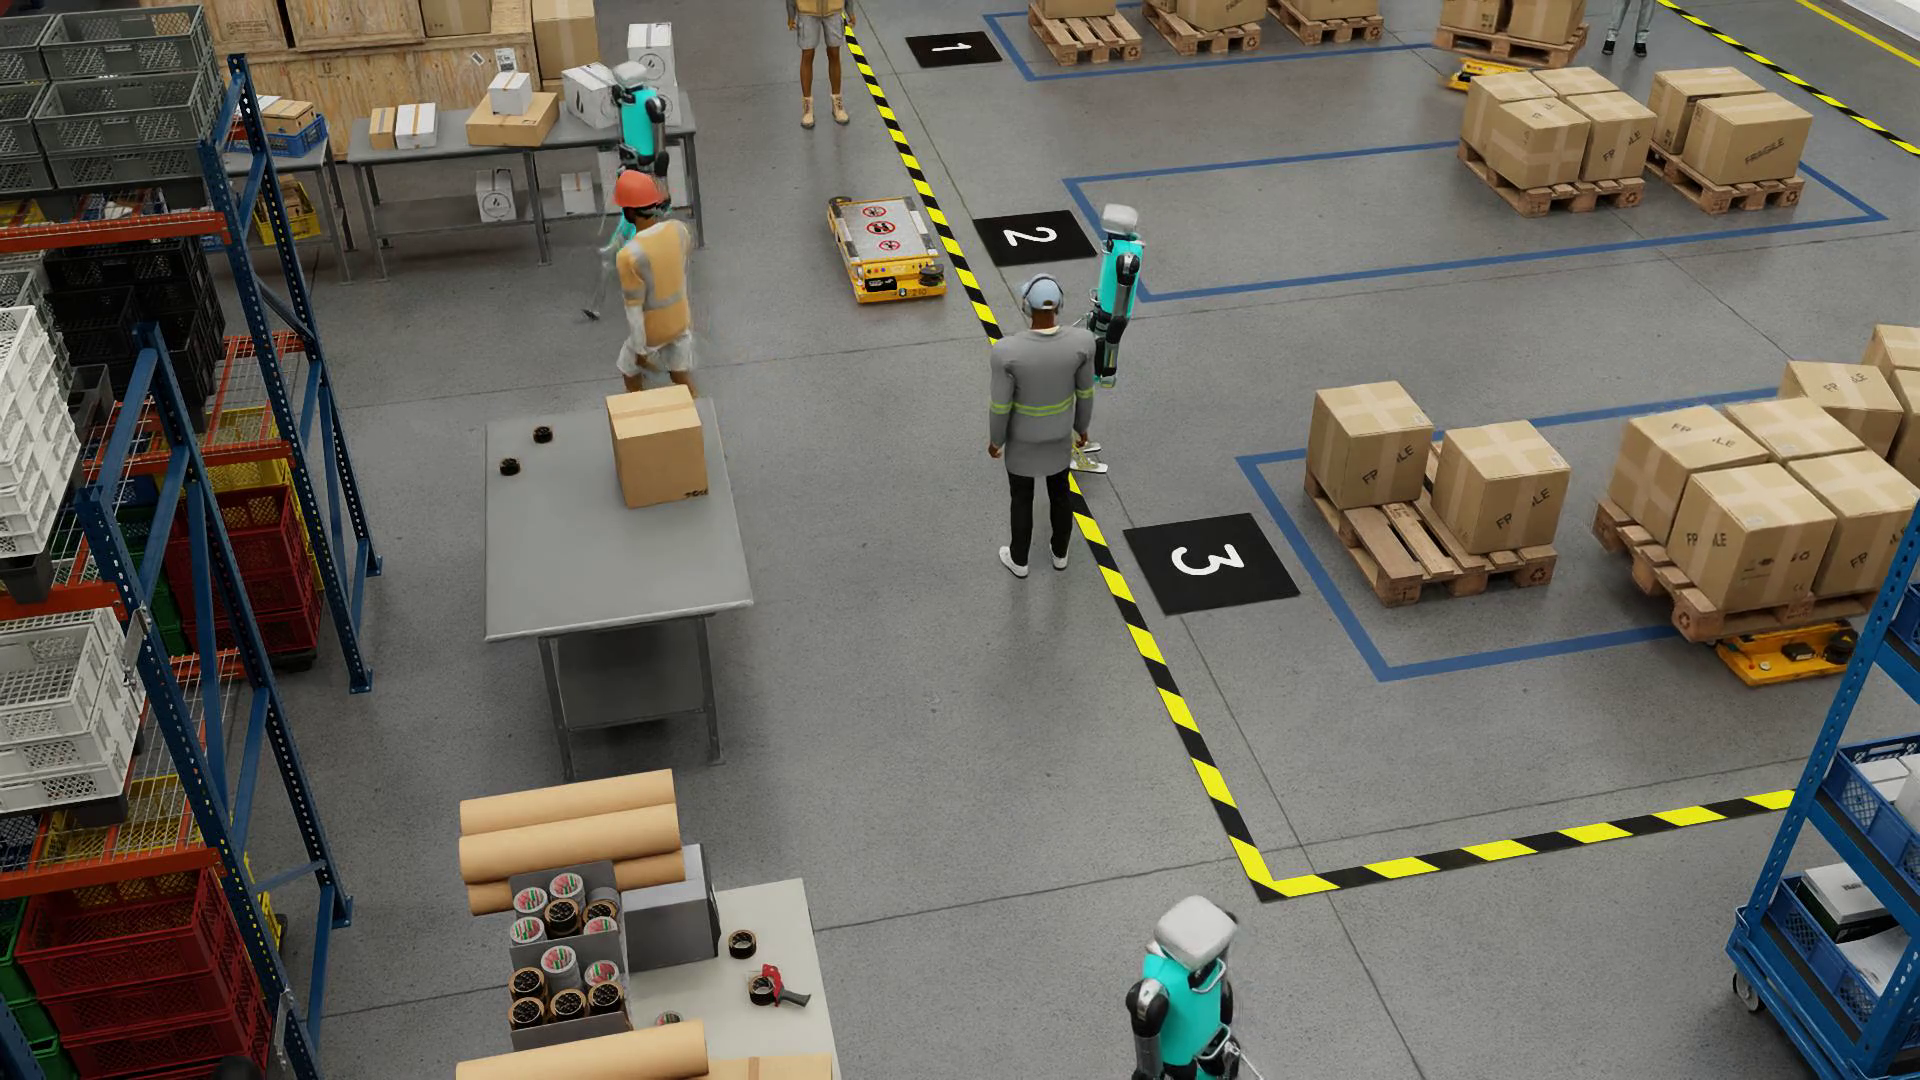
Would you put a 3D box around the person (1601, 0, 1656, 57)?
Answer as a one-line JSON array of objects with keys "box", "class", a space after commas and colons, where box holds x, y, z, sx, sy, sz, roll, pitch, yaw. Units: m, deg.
[{"box": [6.448, -5.449, 15.569, 0.599, 1.827, 0.404, 8, 37, 10], "class": "person"}]

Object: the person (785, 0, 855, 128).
[{"box": [-1.186, -4.540, 14.168, 0.604, 2.048, 0.366, -8, 37, -11], "class": "person"}]

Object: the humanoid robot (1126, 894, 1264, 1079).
[{"box": [0.951, 1.994, 5.675, 1.013, 1.760, 0.533, 25, 43, 29], "class": "humanoid robot"}]

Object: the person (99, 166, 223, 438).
[{"box": [-4.946, -1.474, 10.226, 0.504, 1.837, 0.336, 25, 44, 30], "class": "person"}]

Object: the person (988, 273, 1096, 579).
[{"box": [0.426, -0.617, 9.056, 0.597, 1.850, 0.386, -10, 38, -13], "class": "person"}]

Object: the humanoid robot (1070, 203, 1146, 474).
[{"box": [0.682, -1.170, 9.788, 0.735, 1.672, 0.533, -1, 37, -1], "class": "humanoid robot"}]

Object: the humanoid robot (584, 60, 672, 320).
[{"box": [-2.391, -2.314, 11.497, 0.843, 1.848, 0.560, -28, 45, -32], "class": "humanoid robot"}]

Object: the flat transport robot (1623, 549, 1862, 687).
[{"box": [4.264, 0.240, 9.208, 0.652, 0.197, 1.431, -8, 37, -10], "class": "flat transport robot"}]

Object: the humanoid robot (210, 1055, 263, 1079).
[{"box": [-2.132, 2.281, 5.316, 0.608, 1.644, 0.469, -26, 44, -31], "class": "humanoid robot"}]

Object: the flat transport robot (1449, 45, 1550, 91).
[{"box": [5.117, -4.505, 15.585, 0.652, 0.197, 1.431, 18, 40, 23], "class": "flat transport robot"}]

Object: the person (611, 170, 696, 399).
[{"box": [-1.892, -1.338, 9.976, 0.711, 1.916, 0.557, 27, 44, 31], "class": "person"}]

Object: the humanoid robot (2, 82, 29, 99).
[{"box": [-7.278, -3.497, 12.910, 0.735, 1.677, 0.533, -18, 40, -23], "class": "humanoid robot"}]

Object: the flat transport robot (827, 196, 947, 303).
[{"box": [-0.570, -2.220, 12.538, 0.659, 0.231, 1.431, -8, 37, -10], "class": "flat transport robot"}]
